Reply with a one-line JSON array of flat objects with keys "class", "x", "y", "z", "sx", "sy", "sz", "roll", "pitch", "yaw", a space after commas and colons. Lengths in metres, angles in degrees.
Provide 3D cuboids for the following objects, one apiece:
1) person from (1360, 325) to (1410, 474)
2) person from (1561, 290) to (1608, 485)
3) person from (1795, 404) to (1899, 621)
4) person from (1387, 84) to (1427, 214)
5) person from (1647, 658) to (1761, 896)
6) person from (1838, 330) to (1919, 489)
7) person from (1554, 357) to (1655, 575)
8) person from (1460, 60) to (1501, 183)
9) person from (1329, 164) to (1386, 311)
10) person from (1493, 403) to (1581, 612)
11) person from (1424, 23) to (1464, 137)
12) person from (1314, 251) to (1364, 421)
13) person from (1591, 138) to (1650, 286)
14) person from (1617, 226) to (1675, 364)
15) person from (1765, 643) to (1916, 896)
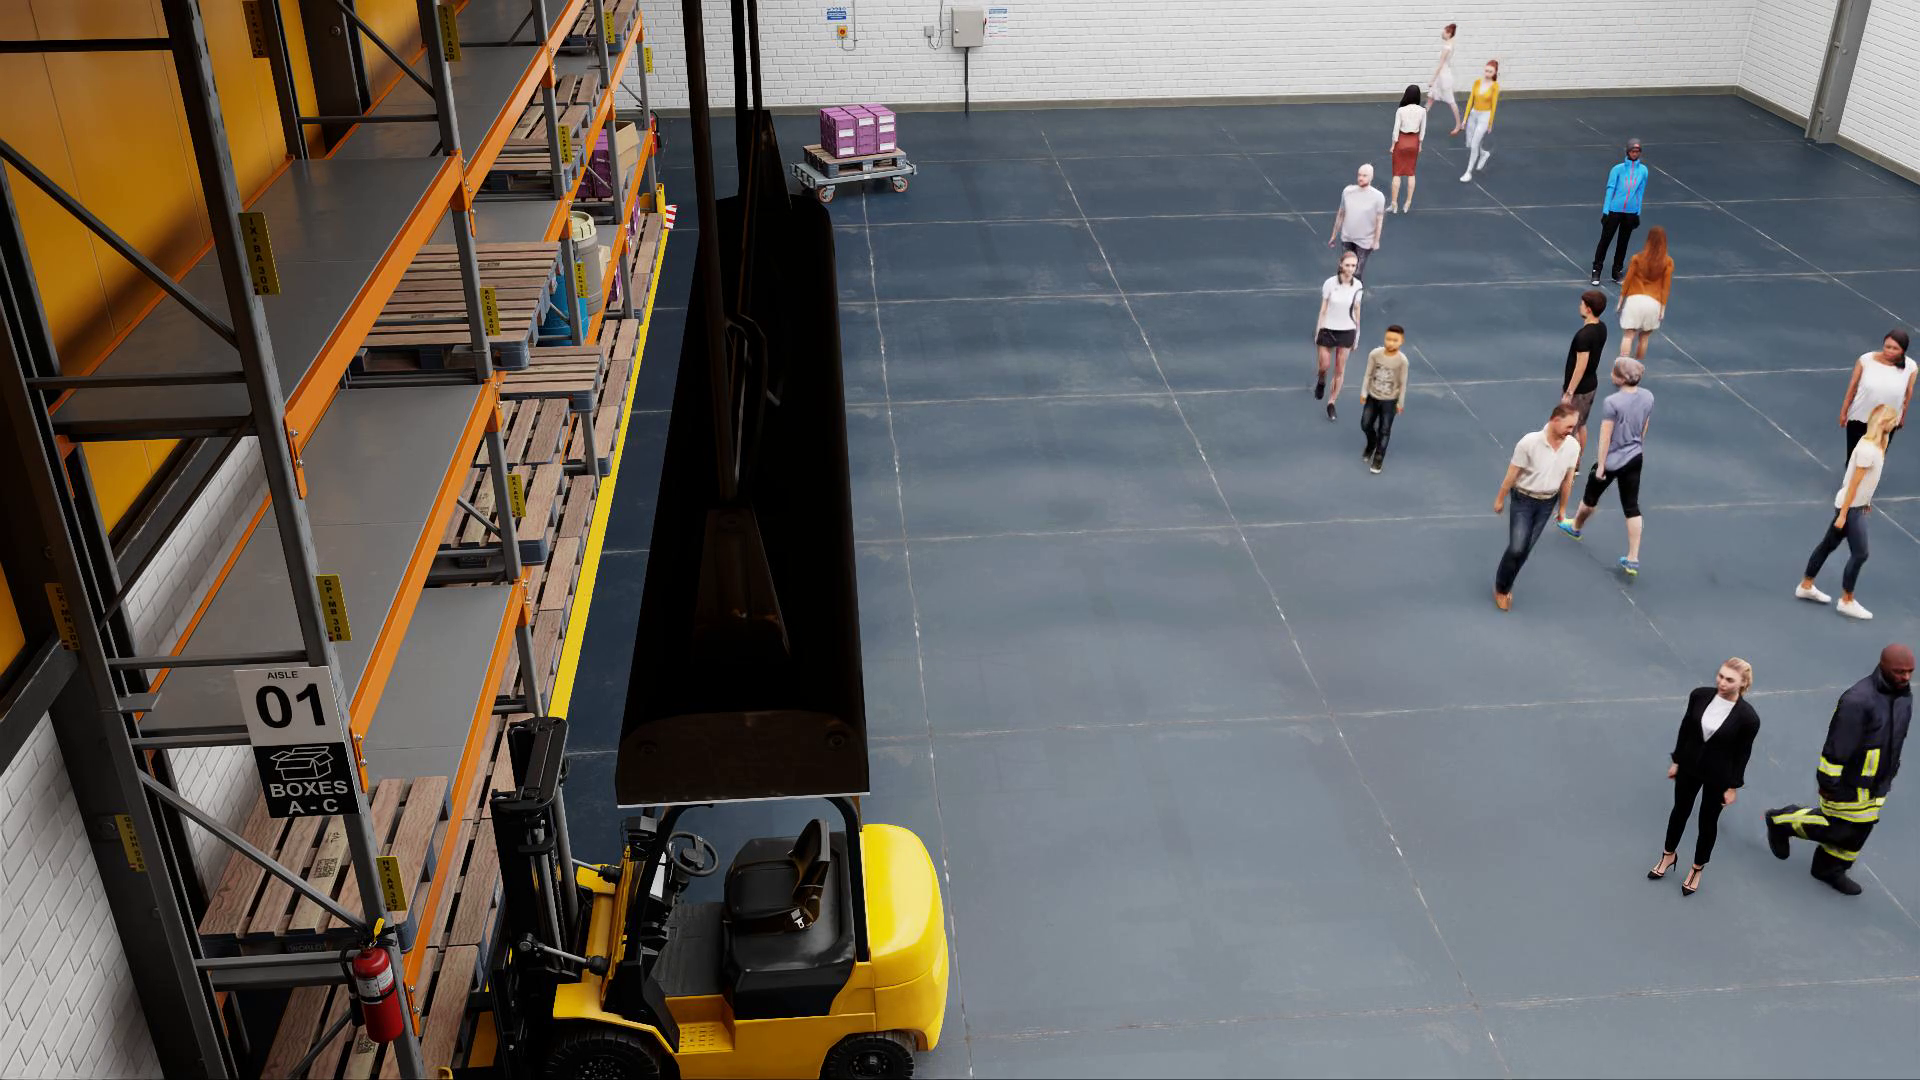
[{"class": "person", "x": 4.026, "y": -1.372, "z": 15.765, "sx": 0.697, "sy": 1.456, "sz": 0.744, "roll": 14, "pitch": 31, "yaw": 23}, {"class": "person", "x": 5.759, "y": -1.424, "z": 15.440, "sx": 0.822, "sy": 1.860, "sz": 0.741, "roll": 19, "pitch": 34, "yaw": 31}, {"class": "person", "x": 7.072, "y": -0.275, "z": 13.408, "sx": 0.935, "sy": 1.789, "sz": 0.900, "roll": 16, "pitch": 33, "yaw": 27}, {"class": "person", "x": 6.103, "y": -5.348, "z": 22.747, "sx": 0.588, "sy": 1.751, "sz": 0.493, "roll": -2, "pitch": 29, "yaw": -5}, {"class": "person", "x": 4.637, "y": 1.454, "z": 10.324, "sx": 0.757, "sy": 1.706, "sz": 0.665, "roll": -22, "pitch": 36, "yaw": -35}, {"class": "person", "x": 8.346, "y": -1.152, "z": 15.150, "sx": 1.020, "sy": 1.660, "sz": 1.131, "roll": 16, "pitch": 33, "yaw": 27}, {"class": "person", "x": 5.571, "y": -0.582, "z": 13.936, "sx": 0.805, "sy": 1.823, "sz": 1.285, "roll": -5, "pitch": 29, "yaw": -10}, {"class": "person", "x": 7.577, "y": -6.083, "z": 24.119, "sx": 0.988, "sy": 1.728, "sz": 1.018, "roll": 25, "pitch": 37, "yaw": 38}, {"class": "person", "x": 4.646, "y": -3.475, "z": 19.253, "sx": 1.000, "sy": 1.809, "sz": 0.950, "roll": -25, "pitch": 37, "yaw": -38}, {"class": "person", "x": 4.626, "y": -0.327, "z": 13.478, "sx": 0.762, "sy": 1.813, "sz": 0.691, "roll": 3, "pitch": 29, "yaw": 5}, {"class": "person", "x": 7.682, "y": -7.148, "z": 26.066, "sx": 0.912, "sy": 1.733, "sz": 1.100, "roll": 9, "pitch": 30, "yaw": 16}, {"class": "person", "x": 3.795, "y": -2.102, "z": 16.807, "sx": 0.649, "sy": 1.741, "sz": 0.784, "roll": 2, "pitch": 29, "yaw": 3}, {"class": "person", "x": 8.042, "y": -3.989, "z": 20.212, "sx": 0.643, "sy": 1.793, "sz": 0.568, "roll": 2, "pitch": 29, "yaw": 3}, {"class": "person", "x": 7.154, "y": -2.428, "z": 17.450, "sx": 0.882, "sy": 1.698, "sz": 1.045, "roll": 11, "pitch": 30, "yaw": 19}, {"class": "person", "x": 5.520, "y": 1.367, "z": 10.374, "sx": 0.934, "sy": 1.811, "sz": 1.042, "roll": -13, "pitch": 31, "yaw": -23}]
